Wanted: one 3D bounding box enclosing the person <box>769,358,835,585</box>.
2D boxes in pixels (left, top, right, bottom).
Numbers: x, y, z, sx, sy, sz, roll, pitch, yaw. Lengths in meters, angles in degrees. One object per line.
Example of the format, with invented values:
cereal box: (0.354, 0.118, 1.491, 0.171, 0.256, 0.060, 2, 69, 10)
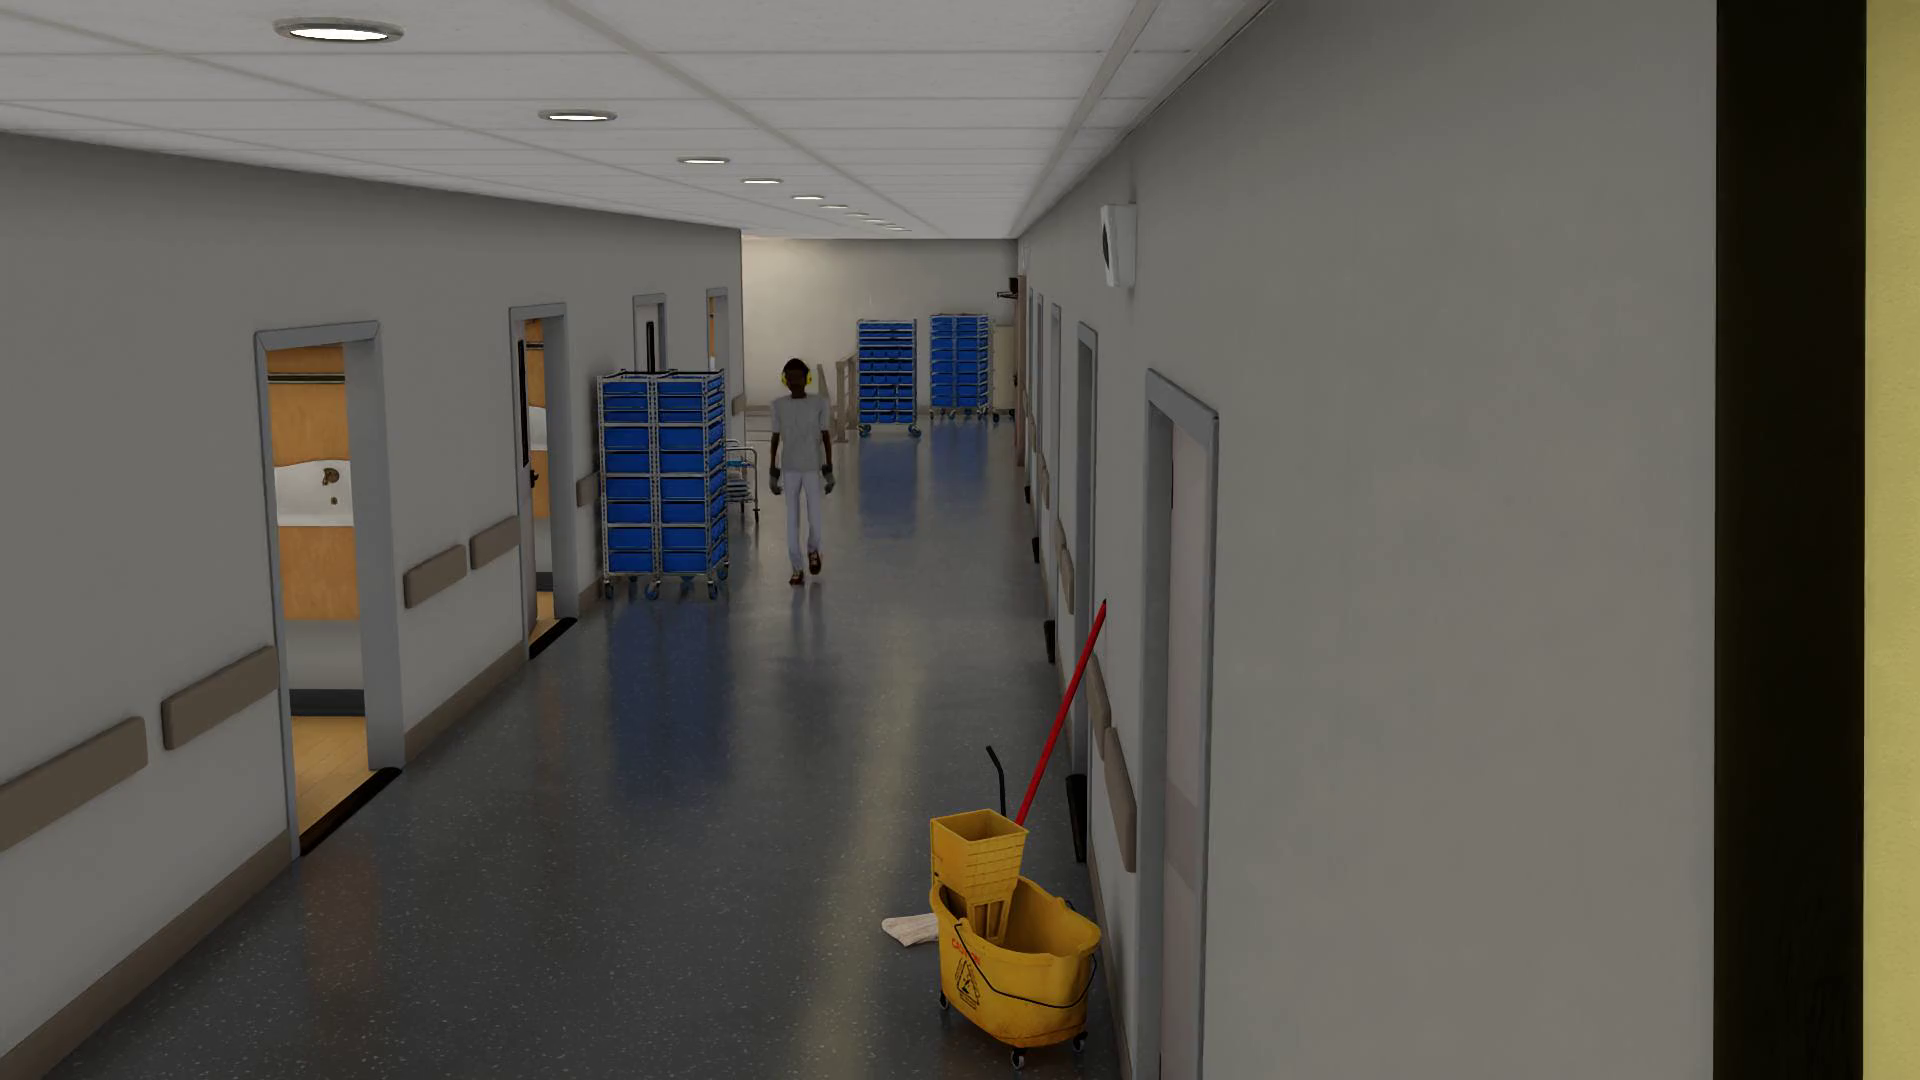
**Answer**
person: (-1.294, -0.561, 13.585, 0.553, 1.854, 0.438, 0, 9, 1)
